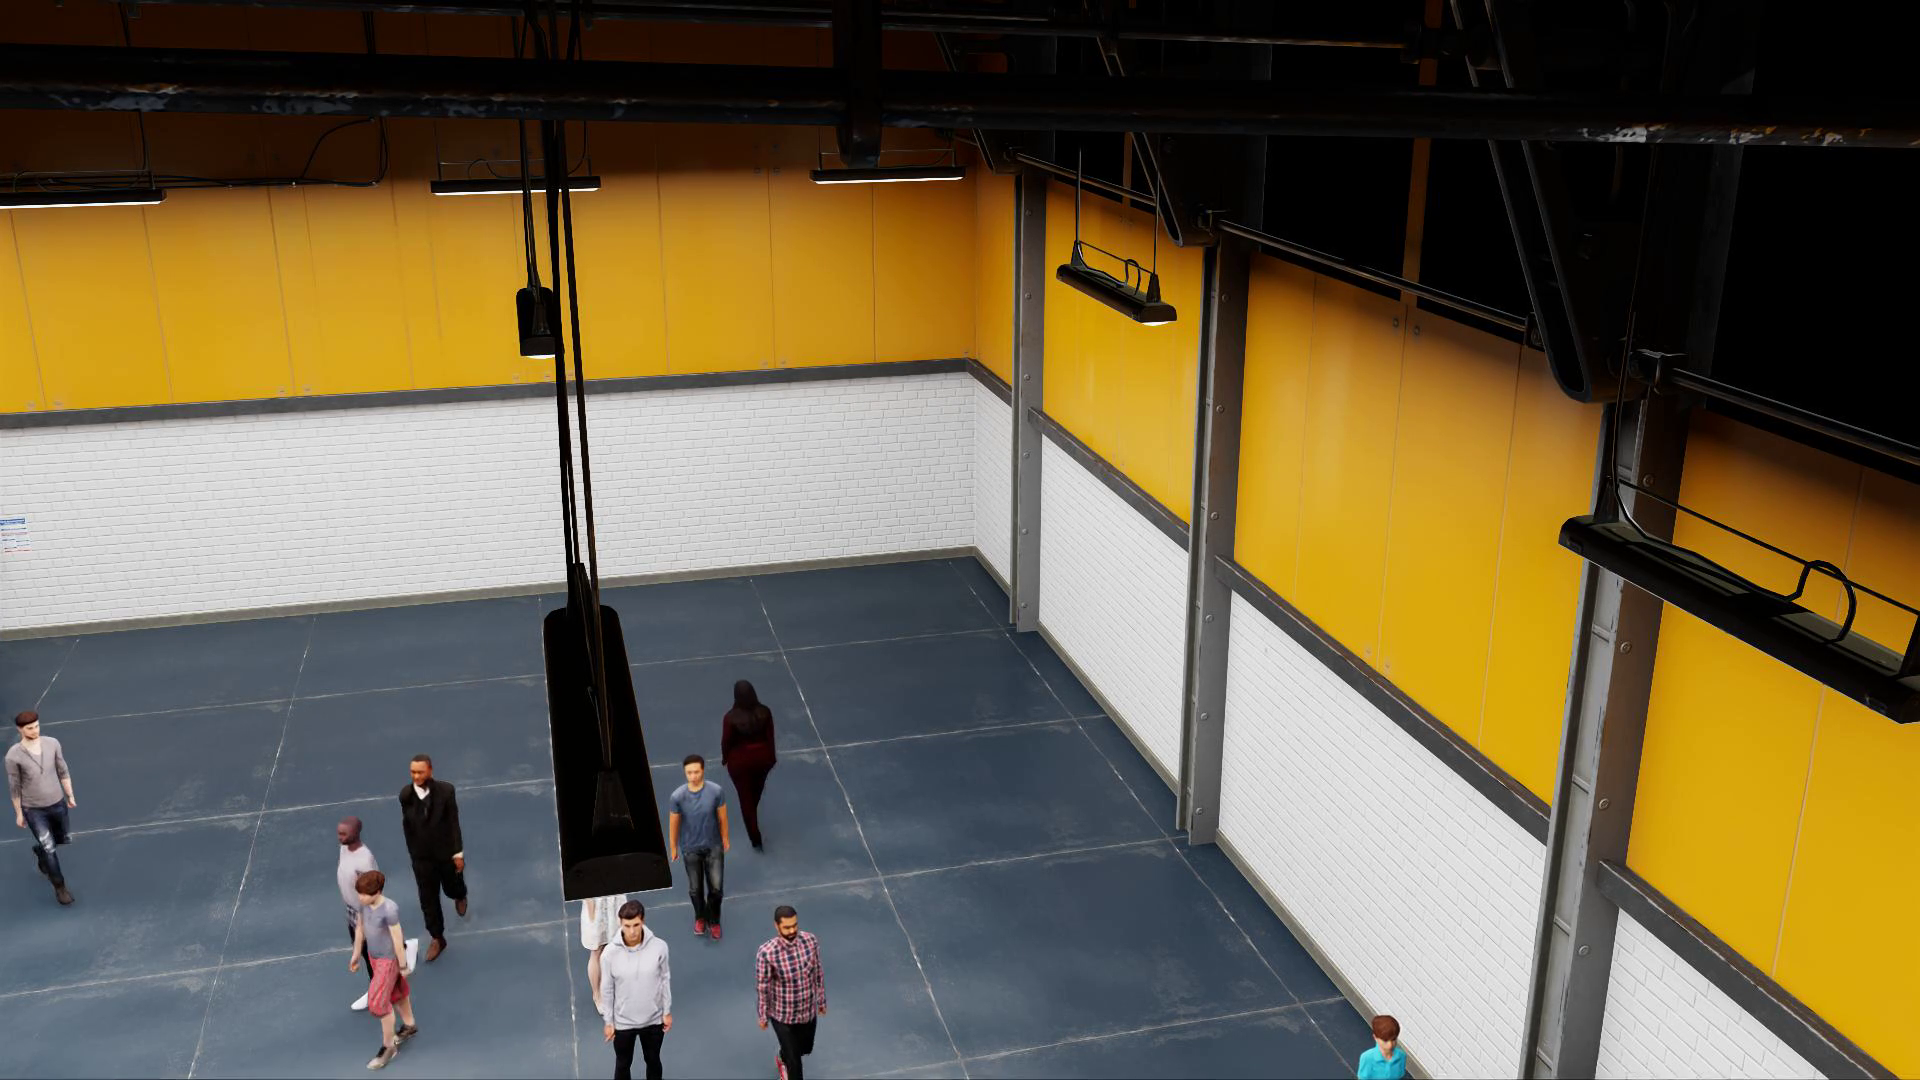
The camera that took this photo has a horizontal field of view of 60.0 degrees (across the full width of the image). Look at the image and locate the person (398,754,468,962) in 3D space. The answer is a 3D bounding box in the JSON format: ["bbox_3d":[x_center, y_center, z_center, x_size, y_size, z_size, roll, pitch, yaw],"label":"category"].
[{"bbox_3d":[-4.653,2.751,14.840,0.847,1.884,1.139,0,19,-1],"label":"person"}]

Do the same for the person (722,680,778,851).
[{"bbox_3d":[-2.053,2.273,16.529,0.808,1.713,1.123,-9,20,-24],"label":"person"}]

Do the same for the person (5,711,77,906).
[{"bbox_3d":[-8.668,2.477,15.662,1.187,1.881,1.073,14,23,36],"label":"person"}]

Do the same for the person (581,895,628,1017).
[{"bbox_3d":[-2.962,3.125,13.906,0.835,1.773,0.770,10,21,26],"label":"person"}]

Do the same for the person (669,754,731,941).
[{"bbox_3d":[-2.347,2.721,15.069,0.711,1.796,0.689,-3,19,-8],"label":"person"}]

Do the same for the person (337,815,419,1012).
[{"bbox_3d":[-4.946,3.088,14.033,0.974,1.762,0.957,17,25,41],"label":"person"}]

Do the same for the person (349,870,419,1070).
[{"bbox_3d":[-4.568,3.356,13.442,0.871,1.631,0.901,15,24,38],"label":"person"}]

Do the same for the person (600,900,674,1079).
[{"bbox_3d":[-2.417,3.537,12.438,0.683,1.929,0.590,-6,20,-18],"label":"person"}]

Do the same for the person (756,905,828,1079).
[{"bbox_3d":[-1.297,3.543,12.697,0.912,1.752,1.152,-12,22,-31],"label":"person"}]

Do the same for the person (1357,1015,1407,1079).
[{"bbox_3d":[2.967,4.005,11.798,0.517,1.450,0.477,-4,19,-13],"label":"person"}]
